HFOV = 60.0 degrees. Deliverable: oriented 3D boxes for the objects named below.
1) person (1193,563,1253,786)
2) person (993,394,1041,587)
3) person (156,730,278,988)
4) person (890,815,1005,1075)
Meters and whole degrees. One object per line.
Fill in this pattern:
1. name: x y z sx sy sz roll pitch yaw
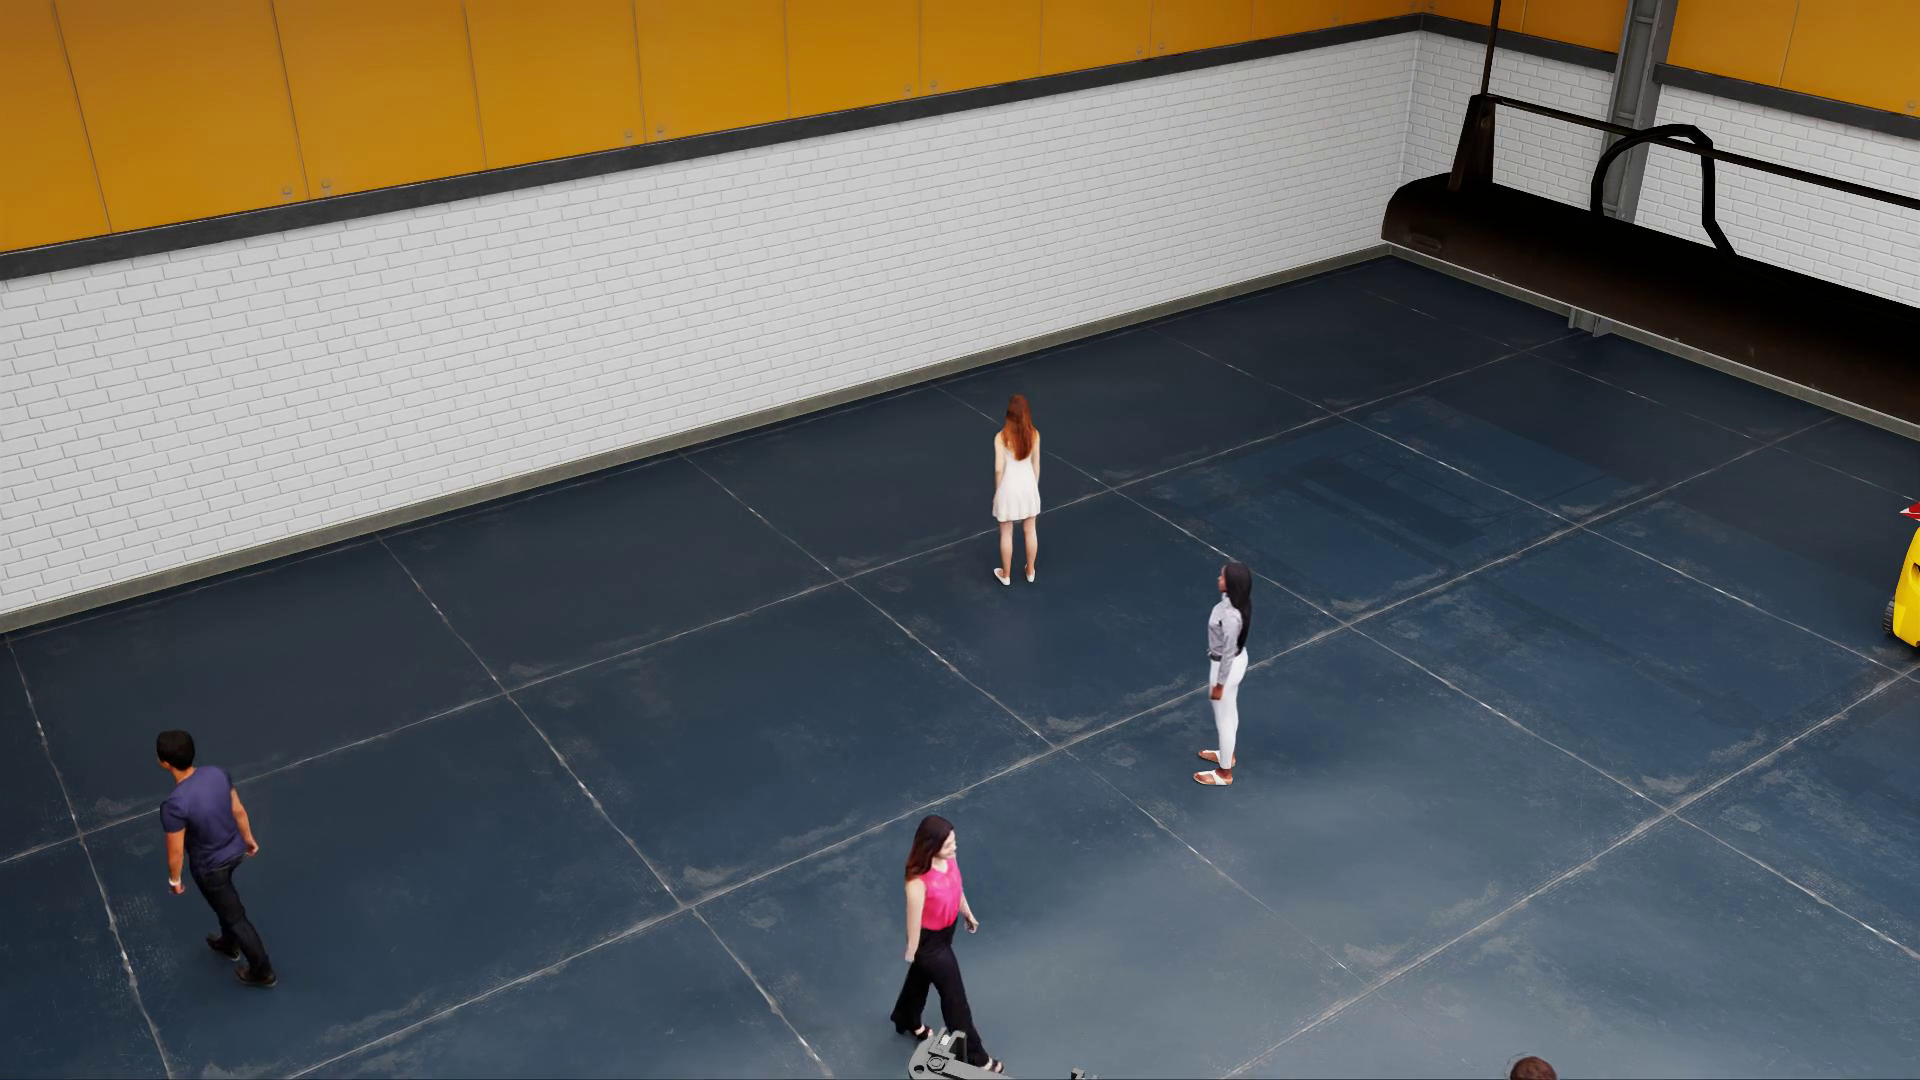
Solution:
1. person: 1.833 0.900 11.401 0.705 1.724 0.672 9 30 15
2. person: 0.476 -0.421 13.835 0.625 1.712 0.631 -7 29 -13
3. person: -4.213 1.864 9.584 0.993 1.771 0.920 9 30 16
4. person: -0.216 2.176 9.156 1.048 1.633 0.920 9 30 16
